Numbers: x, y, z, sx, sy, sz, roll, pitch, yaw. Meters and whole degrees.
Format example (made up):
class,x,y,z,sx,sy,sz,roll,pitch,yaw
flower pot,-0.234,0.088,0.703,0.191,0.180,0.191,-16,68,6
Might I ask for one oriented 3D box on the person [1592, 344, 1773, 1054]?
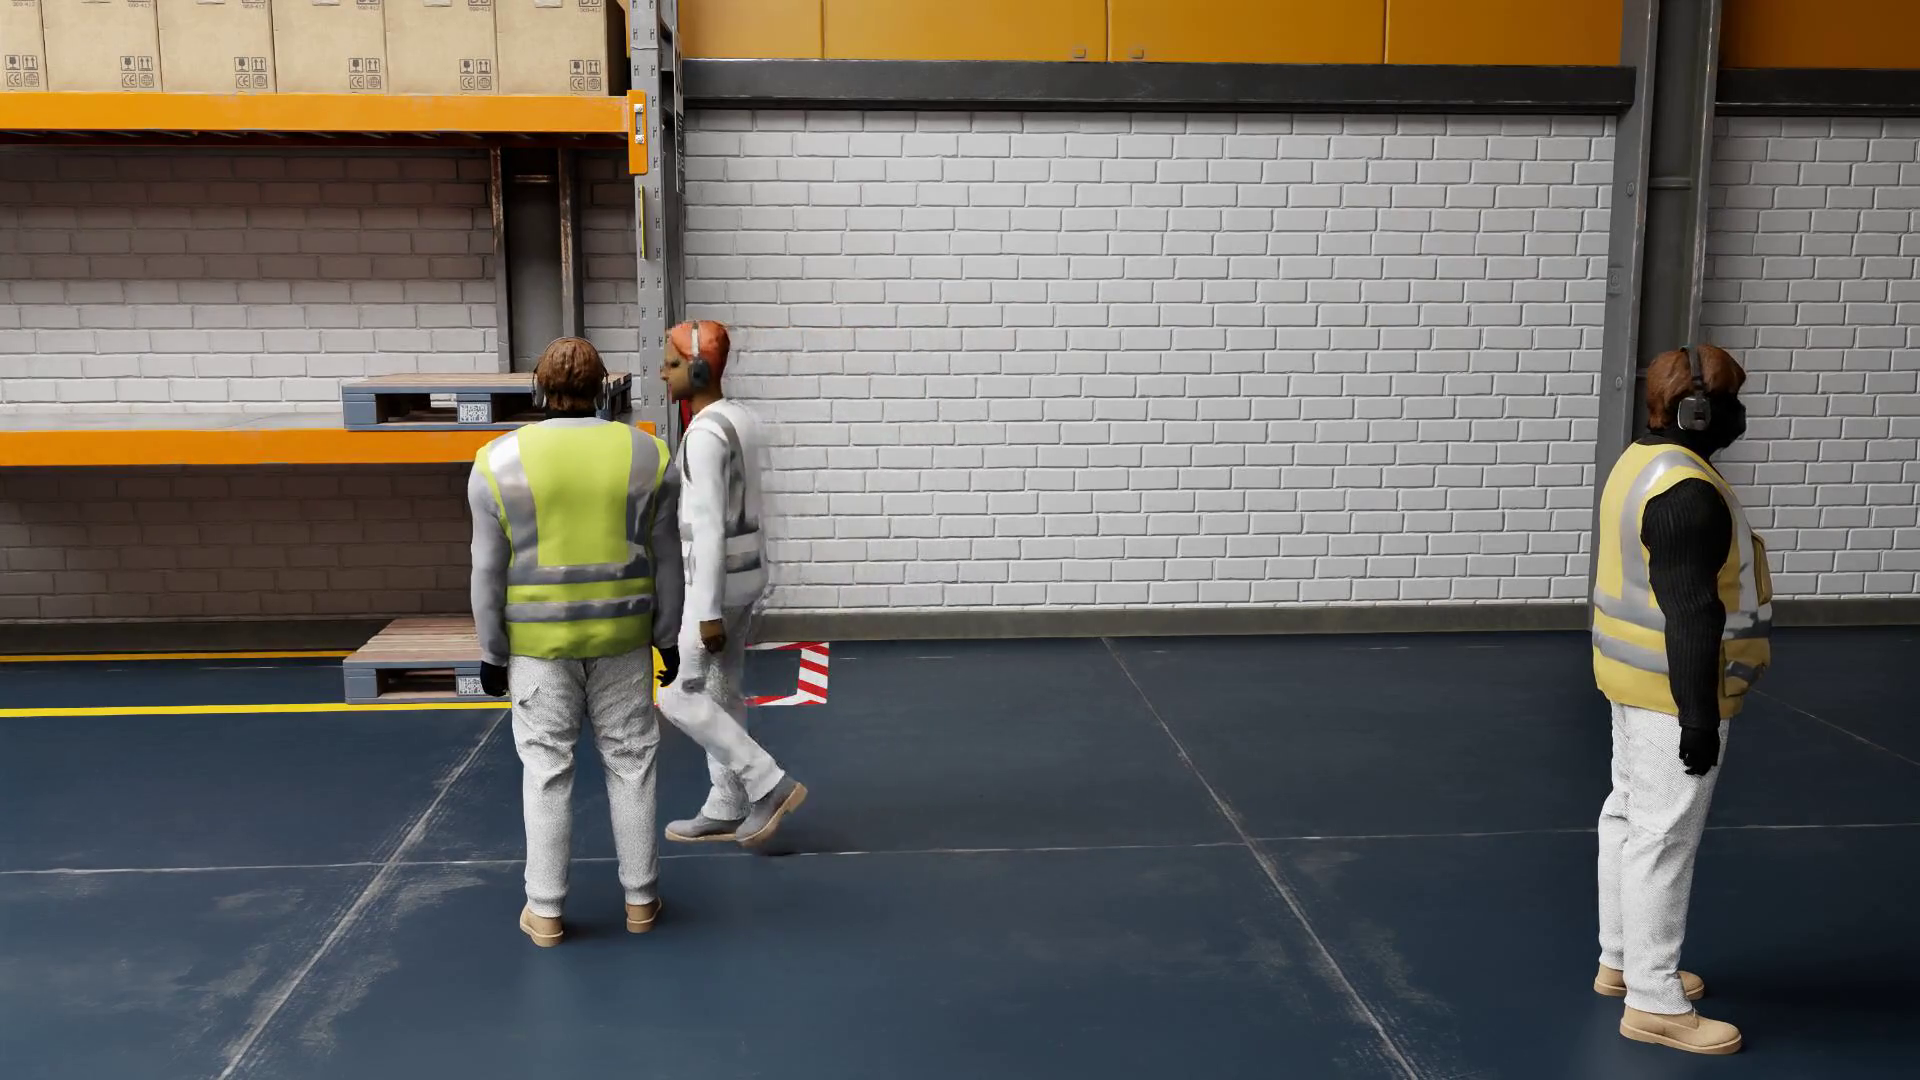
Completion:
class,x,y,z,sx,sy,sz,roll,pitch,yaw
person,1.908,0.407,4.427,0.429,1.845,0.627,2,9,10

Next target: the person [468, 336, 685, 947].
class,x,y,z,sx,sy,sz,roll,pitch,yaw
person,-1.152,0.308,5.050,0.633,1.843,0.429,-3,10,-20

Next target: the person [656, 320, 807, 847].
class,x,y,z,sx,sy,sz,roll,pitch,yaw
person,-0.835,0.174,5.805,0.454,1.875,0.589,1,9,5
